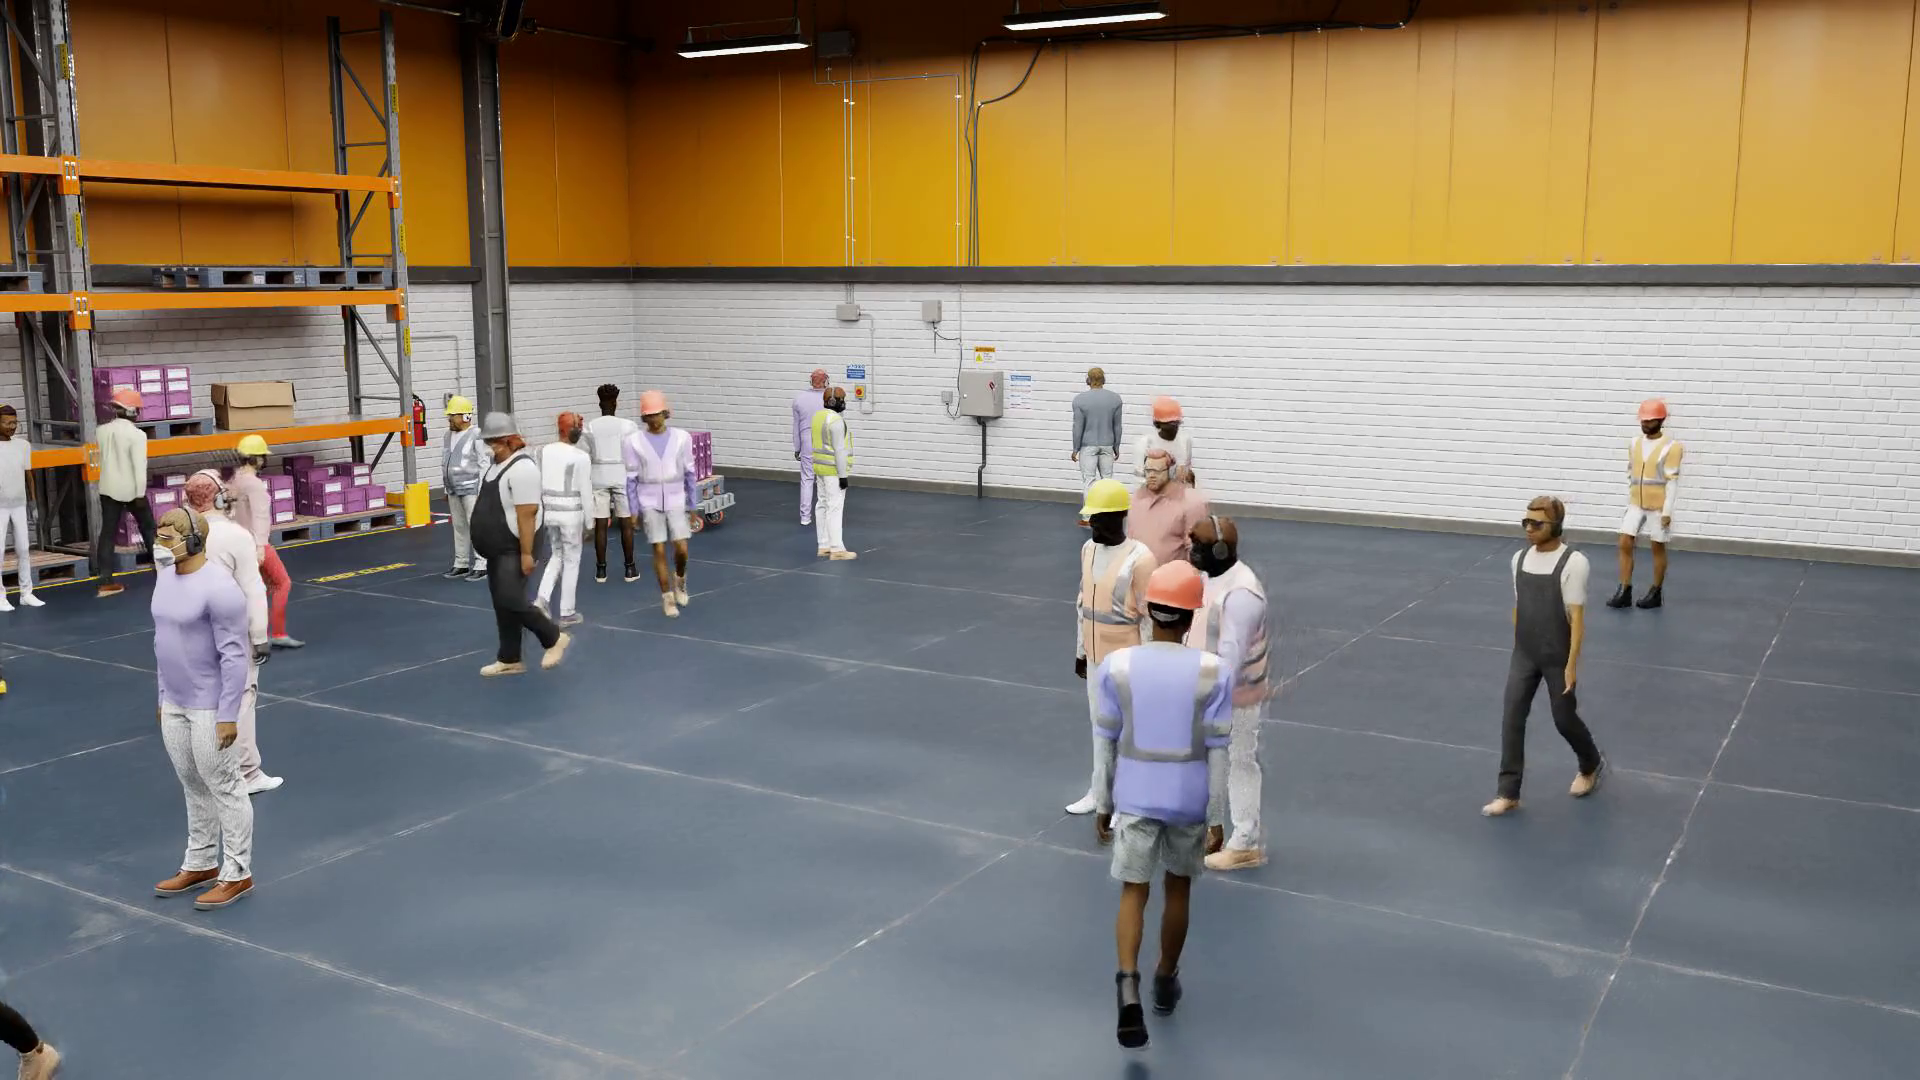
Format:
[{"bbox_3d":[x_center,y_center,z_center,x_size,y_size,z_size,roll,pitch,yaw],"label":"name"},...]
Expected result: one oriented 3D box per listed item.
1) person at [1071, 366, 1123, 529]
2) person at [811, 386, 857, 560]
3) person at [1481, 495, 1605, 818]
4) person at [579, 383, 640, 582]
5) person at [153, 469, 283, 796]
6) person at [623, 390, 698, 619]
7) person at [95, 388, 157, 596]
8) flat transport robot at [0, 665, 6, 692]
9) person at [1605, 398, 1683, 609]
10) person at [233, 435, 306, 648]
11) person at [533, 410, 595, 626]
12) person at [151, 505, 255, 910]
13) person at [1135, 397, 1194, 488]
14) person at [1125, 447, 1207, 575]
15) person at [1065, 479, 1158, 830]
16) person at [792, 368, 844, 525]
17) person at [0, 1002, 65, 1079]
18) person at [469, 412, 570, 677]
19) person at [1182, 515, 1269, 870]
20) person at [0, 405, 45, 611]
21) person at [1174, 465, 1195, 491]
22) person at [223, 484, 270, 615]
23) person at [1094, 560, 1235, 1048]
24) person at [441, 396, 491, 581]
[{"bbox_3d":[1.620,-1.093,19.778,0.627,1.934,0.371,-2,9,-14],"label":"person"},{"bbox_3d":[-1.350,-0.713,17.706,0.430,1.841,0.624,-5,10,-27],"label":"person"},{"bbox_3d":[3.339,0.637,9.363,0.865,1.820,0.520,-7,11,-36],"label":"person"},{"bbox_3d":[-3.427,-0.557,16.352,0.603,1.959,0.374,-1,9,-6],"label":"person"},{"bbox_3d":[-4.290,0.541,9.648,0.643,1.913,0.410,2,9,10],"label":"person"},{"bbox_3d":[-2.627,-0.311,14.642,0.639,2.018,0.468,-2,9,-14],"label":"person"},{"bbox_3d":[-7.939,-0.481,15.936,0.627,1.933,1.031,2,9,13],"label":"person"},{"bbox_3d":[-7.515,0.944,12.235,0.652,0.197,1.431,-7,12,-37],"label":"flat transport robot"},{"bbox_3d":[6.116,-0.306,14.912,0.751,1.911,0.577,-6,11,-32],"label":"person"},{"bbox_3d":[-5.567,0.028,13.326,0.632,1.743,0.559,-8,12,-42],"label":"person"},{"bbox_3d":[-3.383,-0.176,14.242,0.595,1.873,0.437,4,10,24],"label":"person"},{"bbox_3d":[-3.652,0.794,7.982,0.627,1.940,0.371,6,11,34],"label":"person"},{"bbox_3d":[1.810,-0.274,14.531,0.662,1.966,0.983,-4,10,-25],"label":"person"},{"bbox_3d":[1.428,0.263,11.562,0.648,1.864,0.955,6,11,33],"label":"person"},{"bbox_3d":[0.824,0.619,9.115,0.383,1.924,0.594,-6,11,-34],"label":"person"},{"bbox_3d":[-1.690,-1.113,20.028,0.647,1.900,0.402,1,9,8],"label":"person"},{"bbox_3d":[-3.561,1.298,5.721,0.523,1.655,0.866,3,10,21],"label":"person"},{"bbox_3d":[-3.366,0.023,12.475,0.607,2.000,0.698,-6,11,-32],"label":"person"},{"bbox_3d":[1.279,0.782,8.415,0.577,1.820,0.640,-2,9,-14],"label":"person"},{"bbox_3d":[-8.581,-0.289,15.006,0.334,1.860,0.510,6,11,33],"label":"person"},{"bbox_3d":[1.673,0.227,12.700,0.492,1.564,0.857,-5,10,-27],"label":"person"},{"bbox_3d":[-4.966,0.414,11.364,0.528,1.617,0.624,5,10,29],"label":"person"},{"bbox_3d":[0.790,1.043,6.559,0.548,1.909,0.799,2,9,12],"label":"person"},{"bbox_3d":[-4.905,-0.508,16.437,0.602,1.830,0.404,6,11,33],"label":"person"}]
